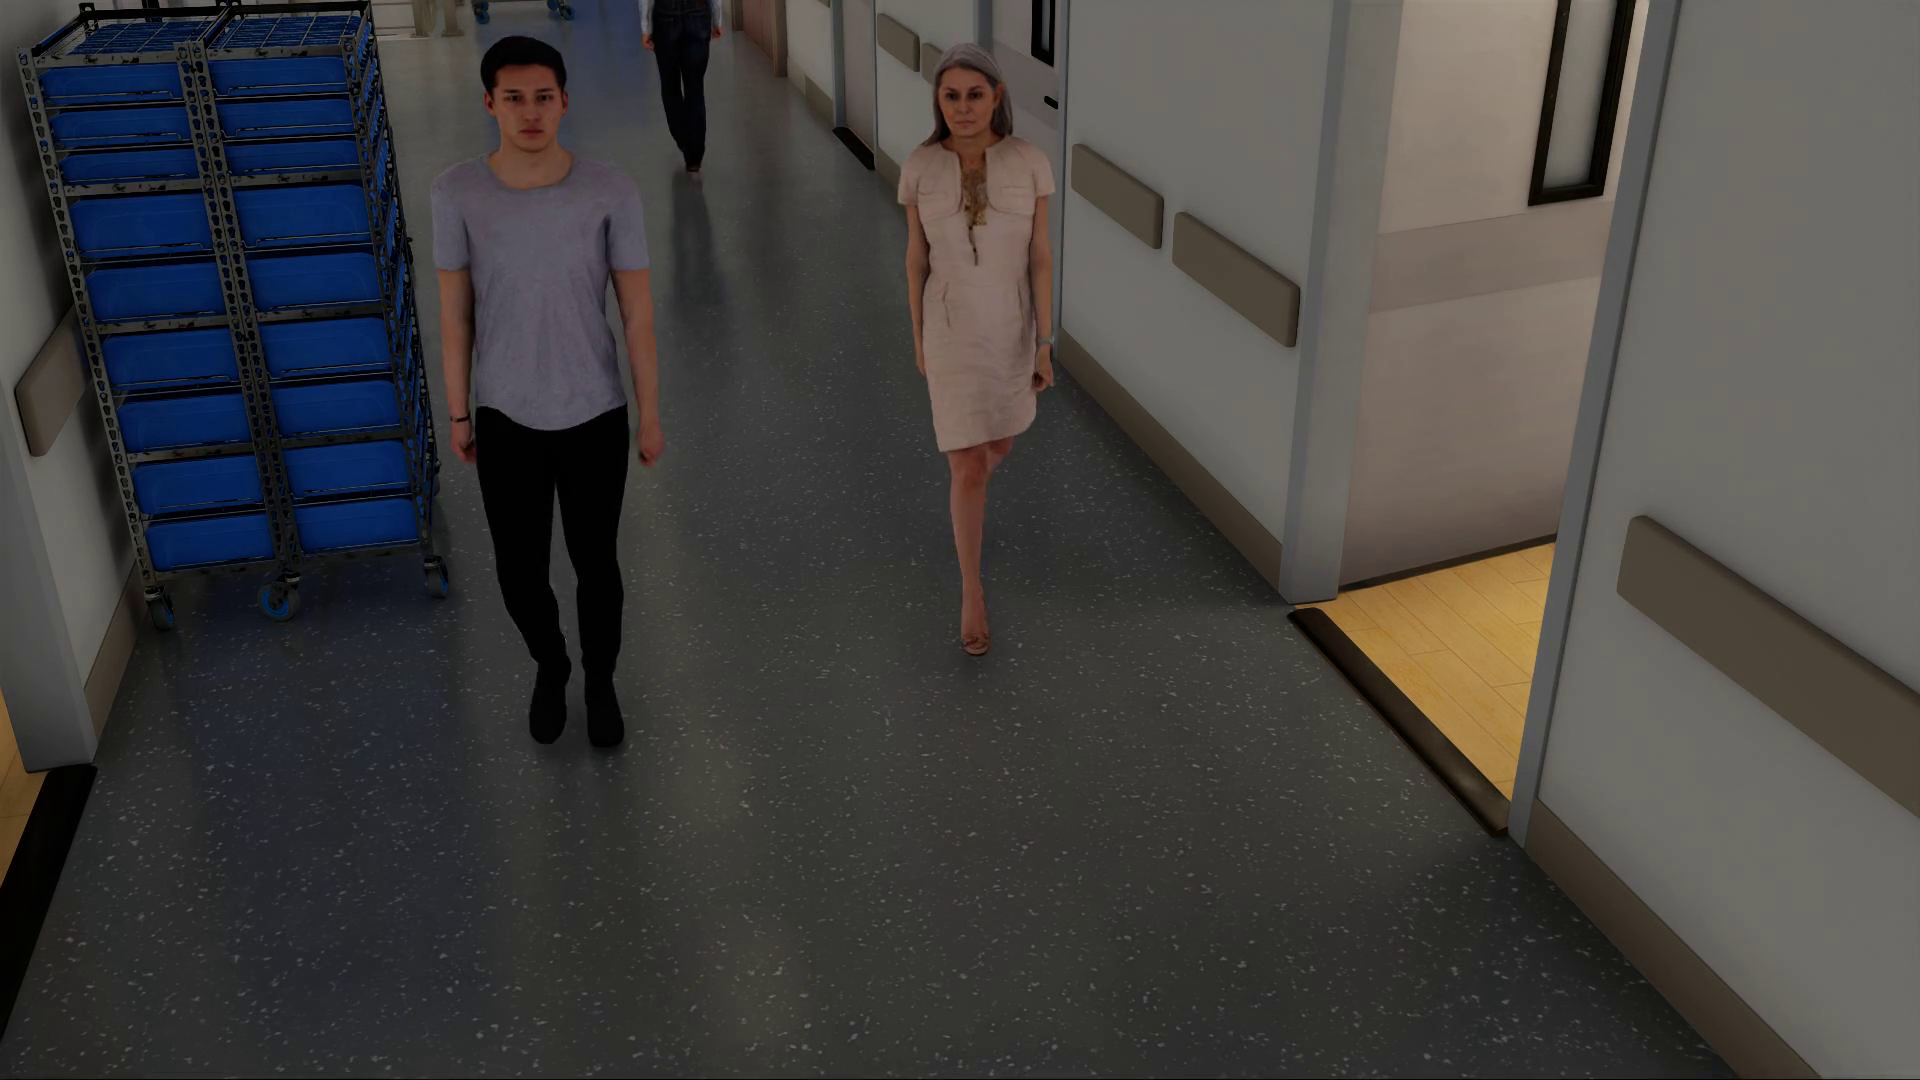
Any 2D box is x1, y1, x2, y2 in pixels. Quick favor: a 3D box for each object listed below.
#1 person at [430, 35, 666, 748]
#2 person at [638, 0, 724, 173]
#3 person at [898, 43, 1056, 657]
[{"bbox_3d":[-1.034,-0.344,4.254,0.701,1.850,0.648,-4,26,-9],"label":"person"},{"bbox_3d":[-1.691,-3.120,10.104,0.725,1.770,1.193,-4,26,-9],"label":"person"},{"bbox_3d":[0.058,-0.573,4.904,0.736,1.697,1.192,-2,26,-4],"label":"person"}]
